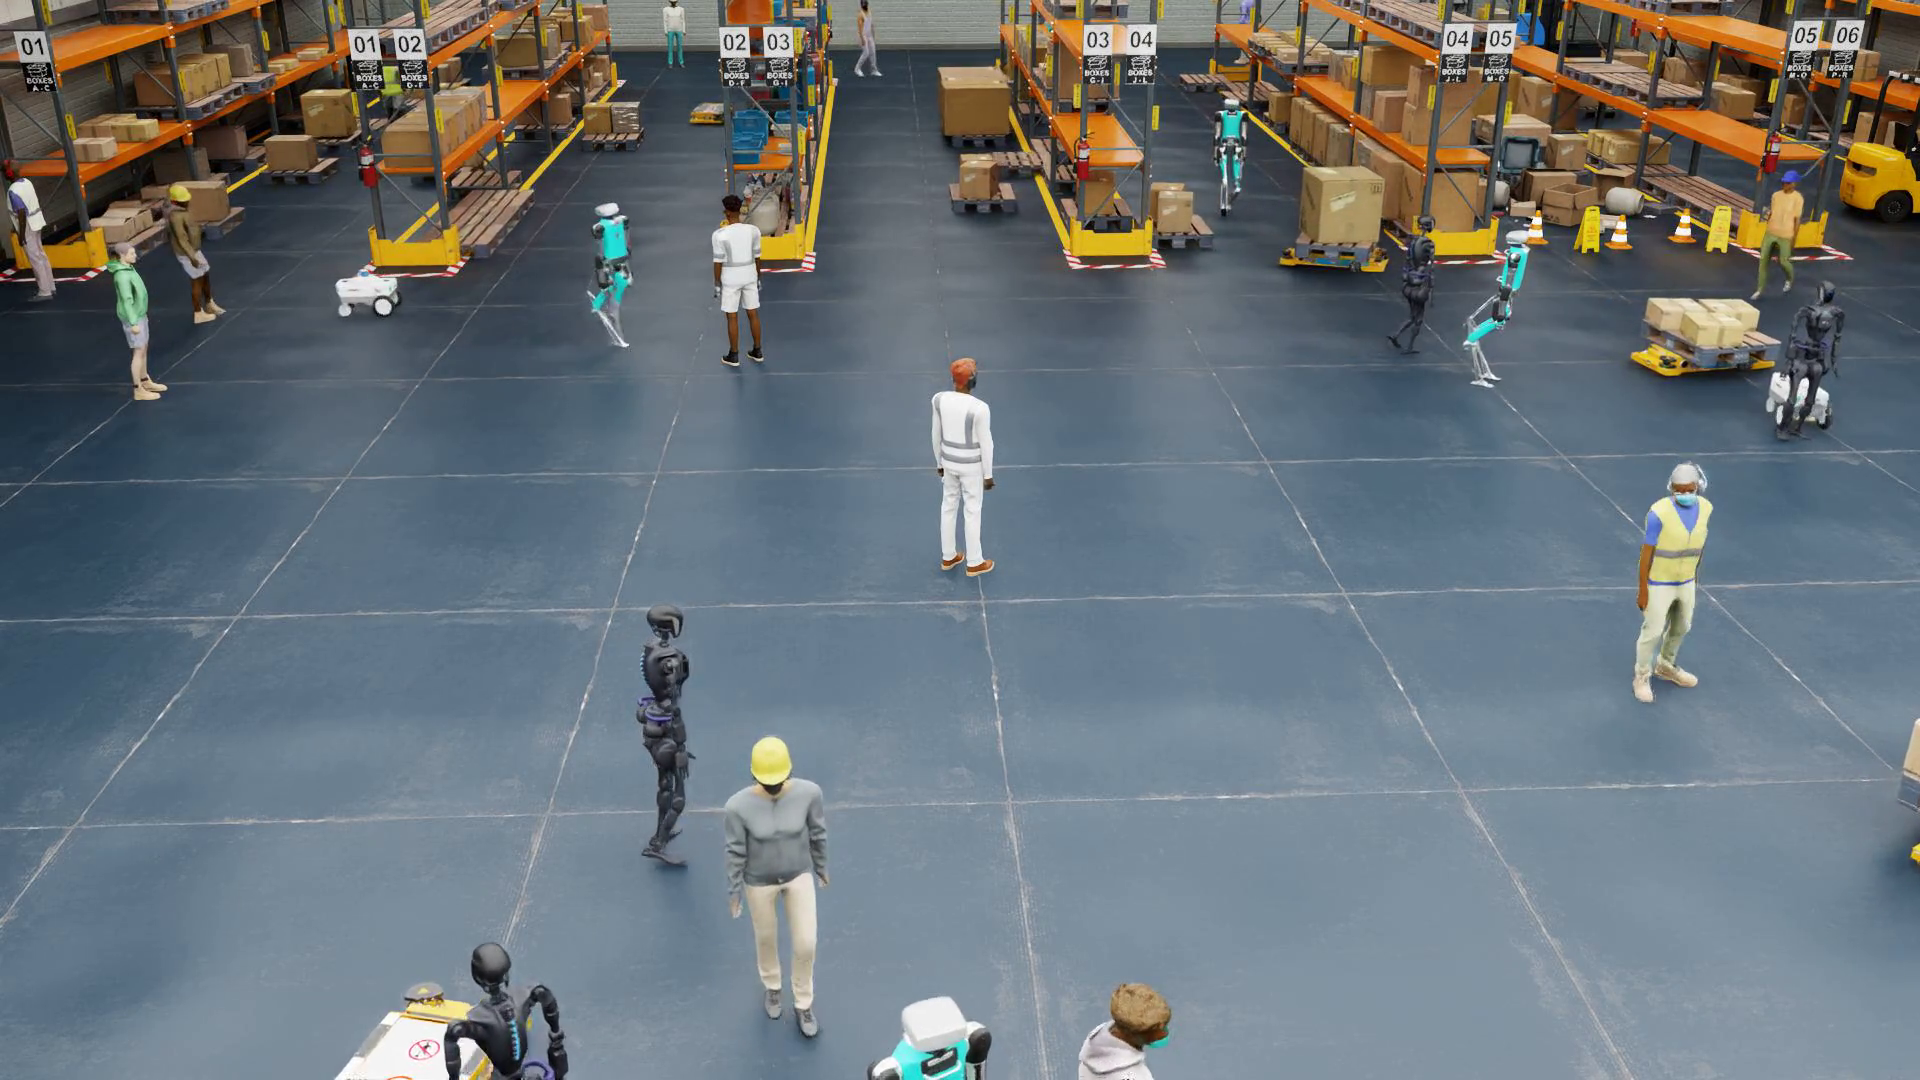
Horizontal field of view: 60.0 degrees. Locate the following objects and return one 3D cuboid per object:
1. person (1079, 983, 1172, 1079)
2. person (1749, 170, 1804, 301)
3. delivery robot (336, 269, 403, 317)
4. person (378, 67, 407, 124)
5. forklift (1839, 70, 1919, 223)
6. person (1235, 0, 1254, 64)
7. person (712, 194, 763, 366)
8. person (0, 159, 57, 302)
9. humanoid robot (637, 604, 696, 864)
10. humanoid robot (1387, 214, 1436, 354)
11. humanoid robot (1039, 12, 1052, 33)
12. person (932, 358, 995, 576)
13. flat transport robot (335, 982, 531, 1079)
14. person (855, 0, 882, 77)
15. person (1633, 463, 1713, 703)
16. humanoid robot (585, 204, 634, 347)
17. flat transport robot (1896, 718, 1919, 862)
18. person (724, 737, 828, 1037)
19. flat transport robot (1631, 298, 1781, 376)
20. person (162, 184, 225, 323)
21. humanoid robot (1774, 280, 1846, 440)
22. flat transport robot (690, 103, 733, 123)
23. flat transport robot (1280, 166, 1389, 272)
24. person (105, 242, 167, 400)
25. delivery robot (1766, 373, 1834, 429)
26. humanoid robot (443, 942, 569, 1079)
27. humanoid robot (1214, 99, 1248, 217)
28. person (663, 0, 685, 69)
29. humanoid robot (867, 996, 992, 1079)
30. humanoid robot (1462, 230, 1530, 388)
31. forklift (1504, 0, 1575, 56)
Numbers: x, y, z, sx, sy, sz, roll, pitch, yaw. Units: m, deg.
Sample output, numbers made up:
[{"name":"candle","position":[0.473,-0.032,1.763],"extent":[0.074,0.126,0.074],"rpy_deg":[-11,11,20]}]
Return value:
[{"name":"person","position":[0.610,2.556,6.728],"extent":[0.385,1.901,0.558],"rpy_deg":[-3,24,-7]},{"name":"person","position":[10.719,-3.983,21.669],"extent":[0.730,1.693,0.447],"rpy_deg":[-18,29,-34]},{"name":"delivery robot","position":[-7.532,-3.148,21.194],"extent":[0.791,0.595,0.499],"rpy_deg":[-2,24,-4]},{"name":"person","position":[-10.985,-8.659,32.223],"extent":[0.541,1.656,0.863],"rpy_deg":[-3,24,-6]},{"name":"forklift","position":[15.132,-6.143,25.915],"extent":[2.313,2.155,1.214],"rpy_deg":[-1,24,-2]},{"name":"person","position":[7.090,-12.741,41.220],"extent":[0.376,1.797,0.605],"rpy_deg":[16,29,32]},{"name":"person","position":[-2.551,-2.986,19.114],"extent":[0.601,1.957,0.383],"rpy_deg":[-14,28,-29]},{"name":"person","position":[-12.063,-4.018,21.563],"extent":[0.373,1.843,0.568],"rpy_deg":[-5,24,-10]},{"name":"humanoid robot","position":[-1.827,1.168,10.125],"extent":[0.409,1.647,0.601],"rpy_deg":[-10,26,-20]},{"name":"humanoid robot","position":[5.337,-2.995,19.470],"extent":[0.374,1.642,0.604],"rpy_deg":[-7,25,-16]},{"name":"humanoid robot","position":[2.185,-12.983,41.880],"extent":[0.533,1.787,0.810],"rpy_deg":[-6,25,-12]},{"name":"person","position":[0.036,-0.607,13.853],"extent":[0.575,1.882,0.355],"rpy_deg":[16,28,31]},{"name":"flat transport robot","position":[-2.757,2.765,8.260],"extent":[0.659,0.231,1.431],"rpy_deg":[5,25,12]},{"name":"person","position":[-2.217,-11.851,39.200],"extent":[0.490,1.820,0.583],"rpy_deg":[15,28,31]},{"name":"person","position":[5.079,0.296,11.861],"extent":[0.644,1.855,0.461],"rpy_deg":[-6,25,-13]},{"name":"humanoid robot","position":[-4.203,-3.085,19.705],"extent":[0.651,1.855,0.568],"rpy_deg":[15,28,30]},{"name":"flat transport robot","position":[6.628,1.836,10.347],"extent":[1.431,0.231,0.659],"rpy_deg":[-15,28,-31]},{"name":"person","position":[-0.932,1.800,8.605],"extent":[0.543,1.745,0.608],"rpy_deg":[-6,25,-13]},{"name":"flat transport robot","position":[8.606,-2.122,19.241],"extent":[1.431,0.231,0.659],"rpy_deg":[-5,25,-12]},{"name":"person","position":[-9.607,-3.593,20.749],"extent":[0.410,1.732,0.591],"rpy_deg":[-3,24,-6]},{"name":"humanoid robot","position":[8.597,-1.813,16.820],"extent":[0.589,1.652,0.327],"rpy_deg":[-2,24,-5]},{"name":"flat transport robot","position":[-5.103,-8.754,34.143],"extent":[0.659,0.231,1.431],"rpy_deg":[1,24,1]},{"name":"flat transport robot","position":[5.282,-3.986,23.430],"extent":[1.431,0.231,0.659],"rpy_deg":[8,25,17]},{"name":"person","position":[-8.943,-2.377,18.021],"extent":[0.316,1.733,0.476],"rpy_deg":[-6,25,-13]},{"name":"delivery robot","position":[8.811,-1.489,17.468],"extent":[0.499,0.596,0.775],"rpy_deg":[1,24,2]},{"name":"humanoid robot","position":[-1.905,2.494,7.188],"extent":[0.613,1.637,0.706],"rpy_deg":[-21,32,-39]},{"name":"humanoid robot","position":[4.237,-5.952,26.078],"extent":[0.543,1.774,0.977],"rpy_deg":[3,24,6]},{"name":"person","position":[-6.936,-12.377,40.444],"extent":[0.521,1.767,0.312],"rpy_deg":[-9,25,-19]},{"name":"humanoid robot","position":[0.001,2.711,6.627],"extent":[0.534,1.839,0.654],"rpy_deg":[-15,28,-30]},{"name":"humanoid robot","position":[5.854,-2.577,18.393],"extent":[0.682,1.749,0.535],"rpy_deg":[11,26,24]},{"name":"forklift","position":[14.700,-13.805,42.301],"extent":[1.873,2.768,1.129],"rpy_deg":[-1,24,-2]}]
